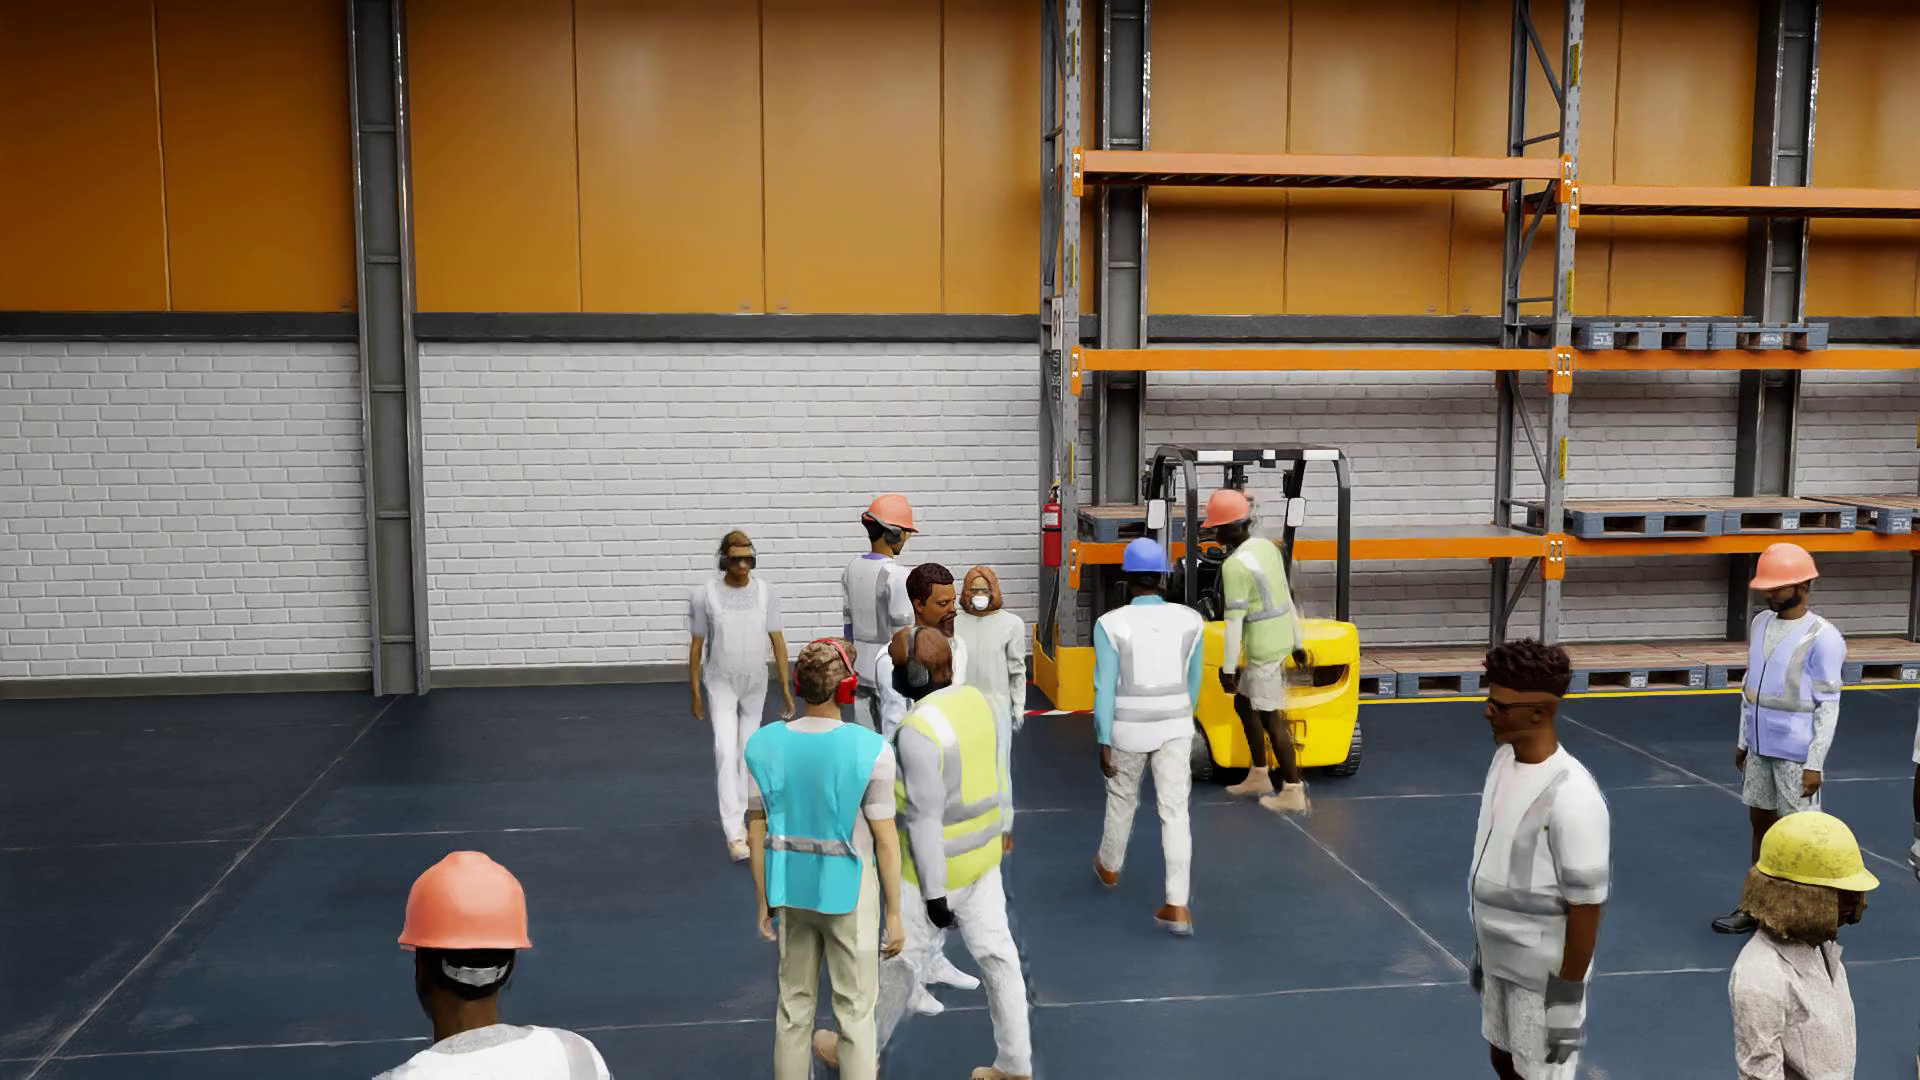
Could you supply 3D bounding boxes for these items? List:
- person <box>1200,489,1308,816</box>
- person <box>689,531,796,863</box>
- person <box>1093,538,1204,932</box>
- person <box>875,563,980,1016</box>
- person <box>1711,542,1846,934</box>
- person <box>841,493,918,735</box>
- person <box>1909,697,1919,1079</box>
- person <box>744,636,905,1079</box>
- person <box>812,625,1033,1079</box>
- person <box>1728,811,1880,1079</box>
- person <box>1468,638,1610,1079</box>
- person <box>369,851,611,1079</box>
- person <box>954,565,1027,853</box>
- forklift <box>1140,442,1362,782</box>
[{"bbox_3d":[1.820,0.683,10.123,0.721,1.976,0.645,4,7,29],"label":"person"},{"bbox_3d":[-1.204,0.858,9.288,0.536,1.807,0.857,-3,7,-24],"label":"person"},{"bbox_3d":[0.940,0.937,8.310,0.606,1.885,1.027,-1,7,-11],"label":"person"},{"bbox_3d":[-0.150,1.047,7.186,0.386,1.918,0.595,4,7,29],"label":"person"},{"bbox_3d":[3.863,0.973,7.824,0.410,1.938,0.548,-2,7,-15],"label":"person"},{"bbox_3d":[-0.402,0.758,9.209,0.383,2.036,0.605,-5,8,-38],"label":"person"},{"bbox_3d":[3.941,1.124,6.315,0.612,1.959,0.365,1,7,9],"label":"person"},{"bbox_3d":[-0.466,1.252,5.696,0.563,1.848,0.390,2,7,21],"label":"person"},{"bbox_3d":[-0.125,1.207,6.317,0.963,1.789,0.650,4,8,32],"label":"person"},{"bbox_3d":[1.992,1.500,3.980,0.295,1.744,0.492,6,9,41],"label":"person"},{"bbox_3d":[1.759,1.278,5.068,0.490,1.967,0.636,0,7,-4],"label":"person"},{"bbox_3d":[-0.772,1.546,2.995,0.838,1.890,0.577,5,8,38],"label":"person"},{"bbox_3d":[0.123,0.946,9.346,0.504,1.627,0.276,1,7,6],"label":"person"},{"bbox_3d":[1.912,0.418,11.496,1.214,2.155,2.313,-1,7,-8],"label":"forklift"}]
